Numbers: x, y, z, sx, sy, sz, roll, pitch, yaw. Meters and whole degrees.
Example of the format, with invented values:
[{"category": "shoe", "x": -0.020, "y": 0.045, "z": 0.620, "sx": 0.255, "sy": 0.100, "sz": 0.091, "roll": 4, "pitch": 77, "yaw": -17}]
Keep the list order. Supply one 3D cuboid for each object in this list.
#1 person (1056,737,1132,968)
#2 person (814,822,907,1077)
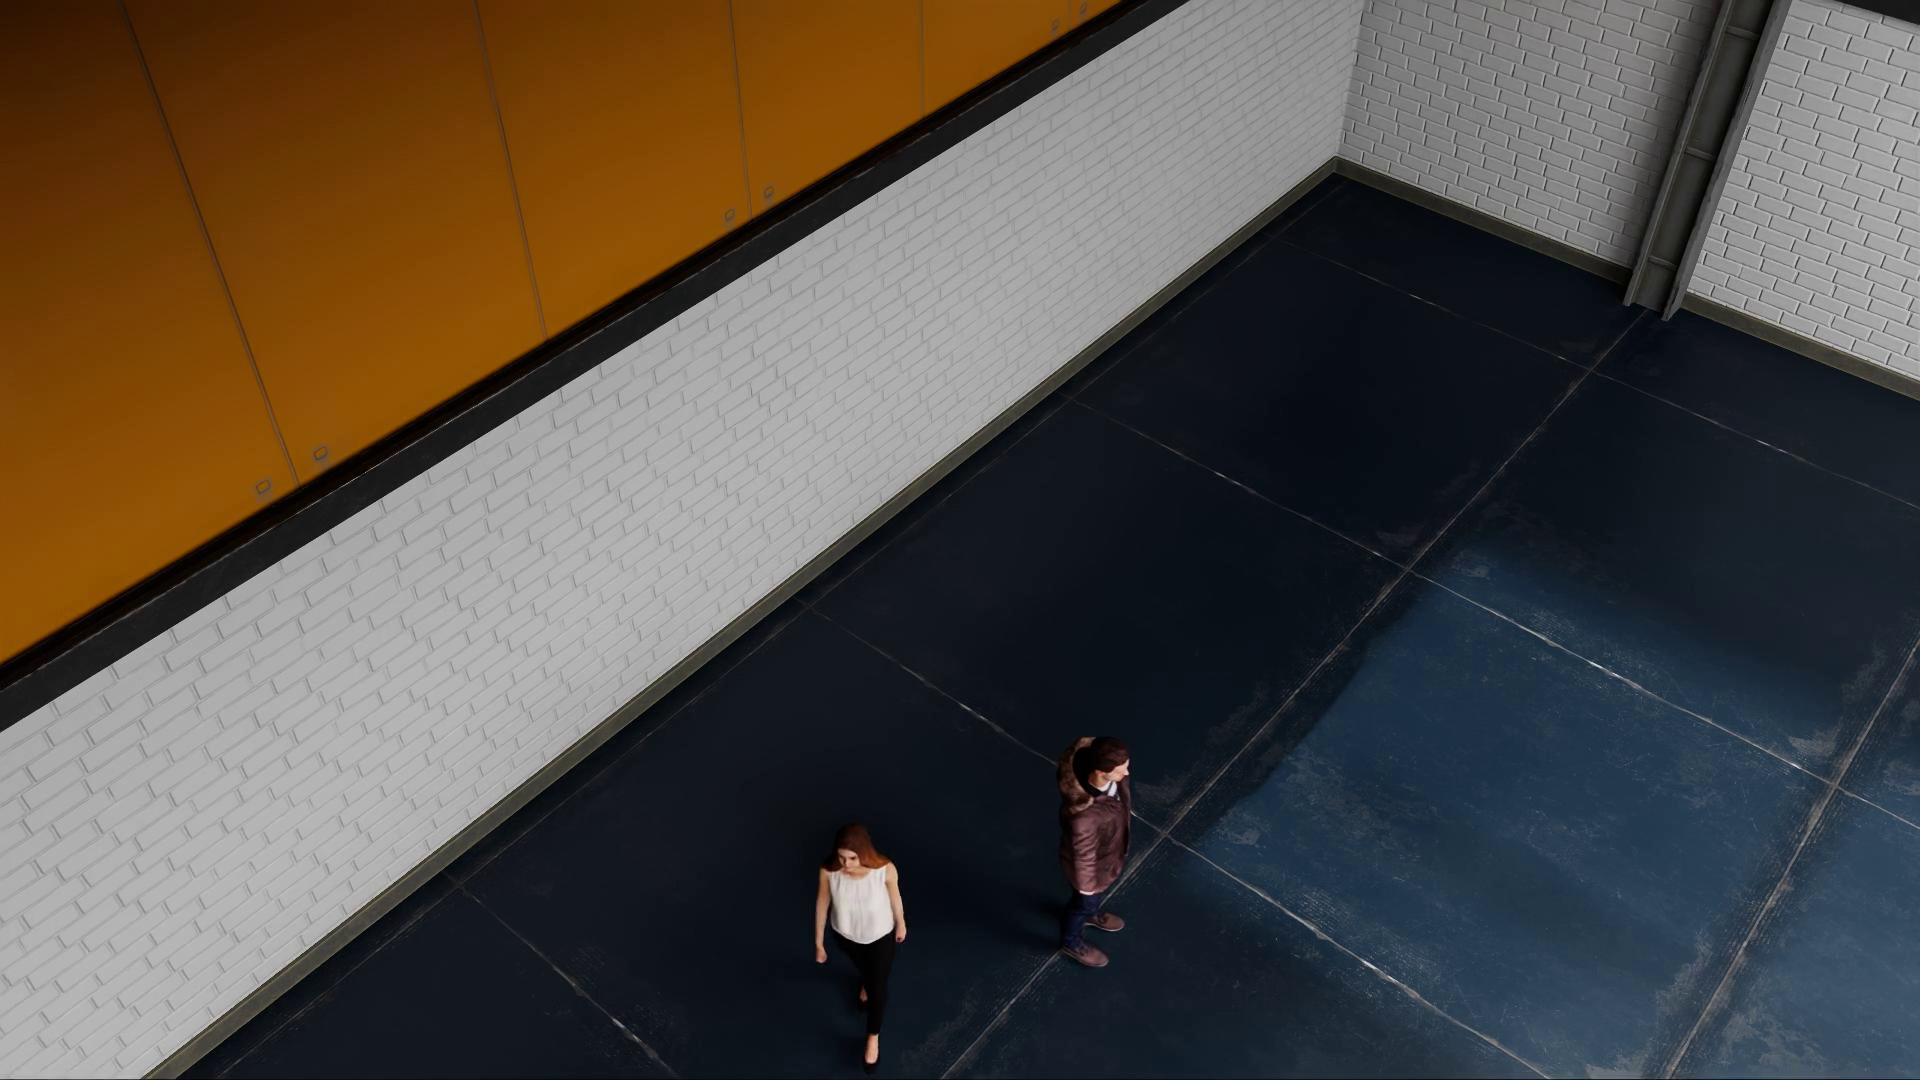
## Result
[{"category": "person", "x": 0.706, "y": 1.642, "z": 8.957, "sx": 0.814, "sy": 1.842, "sz": 0.842, "roll": 13, "pitch": 45, "yaw": 13}, {"category": "person", "x": -0.497, "y": 1.958, "z": 8.729, "sx": 0.937, "sy": 1.700, "sz": 0.927, "roll": 6, "pitch": 44, "yaw": 7}]
